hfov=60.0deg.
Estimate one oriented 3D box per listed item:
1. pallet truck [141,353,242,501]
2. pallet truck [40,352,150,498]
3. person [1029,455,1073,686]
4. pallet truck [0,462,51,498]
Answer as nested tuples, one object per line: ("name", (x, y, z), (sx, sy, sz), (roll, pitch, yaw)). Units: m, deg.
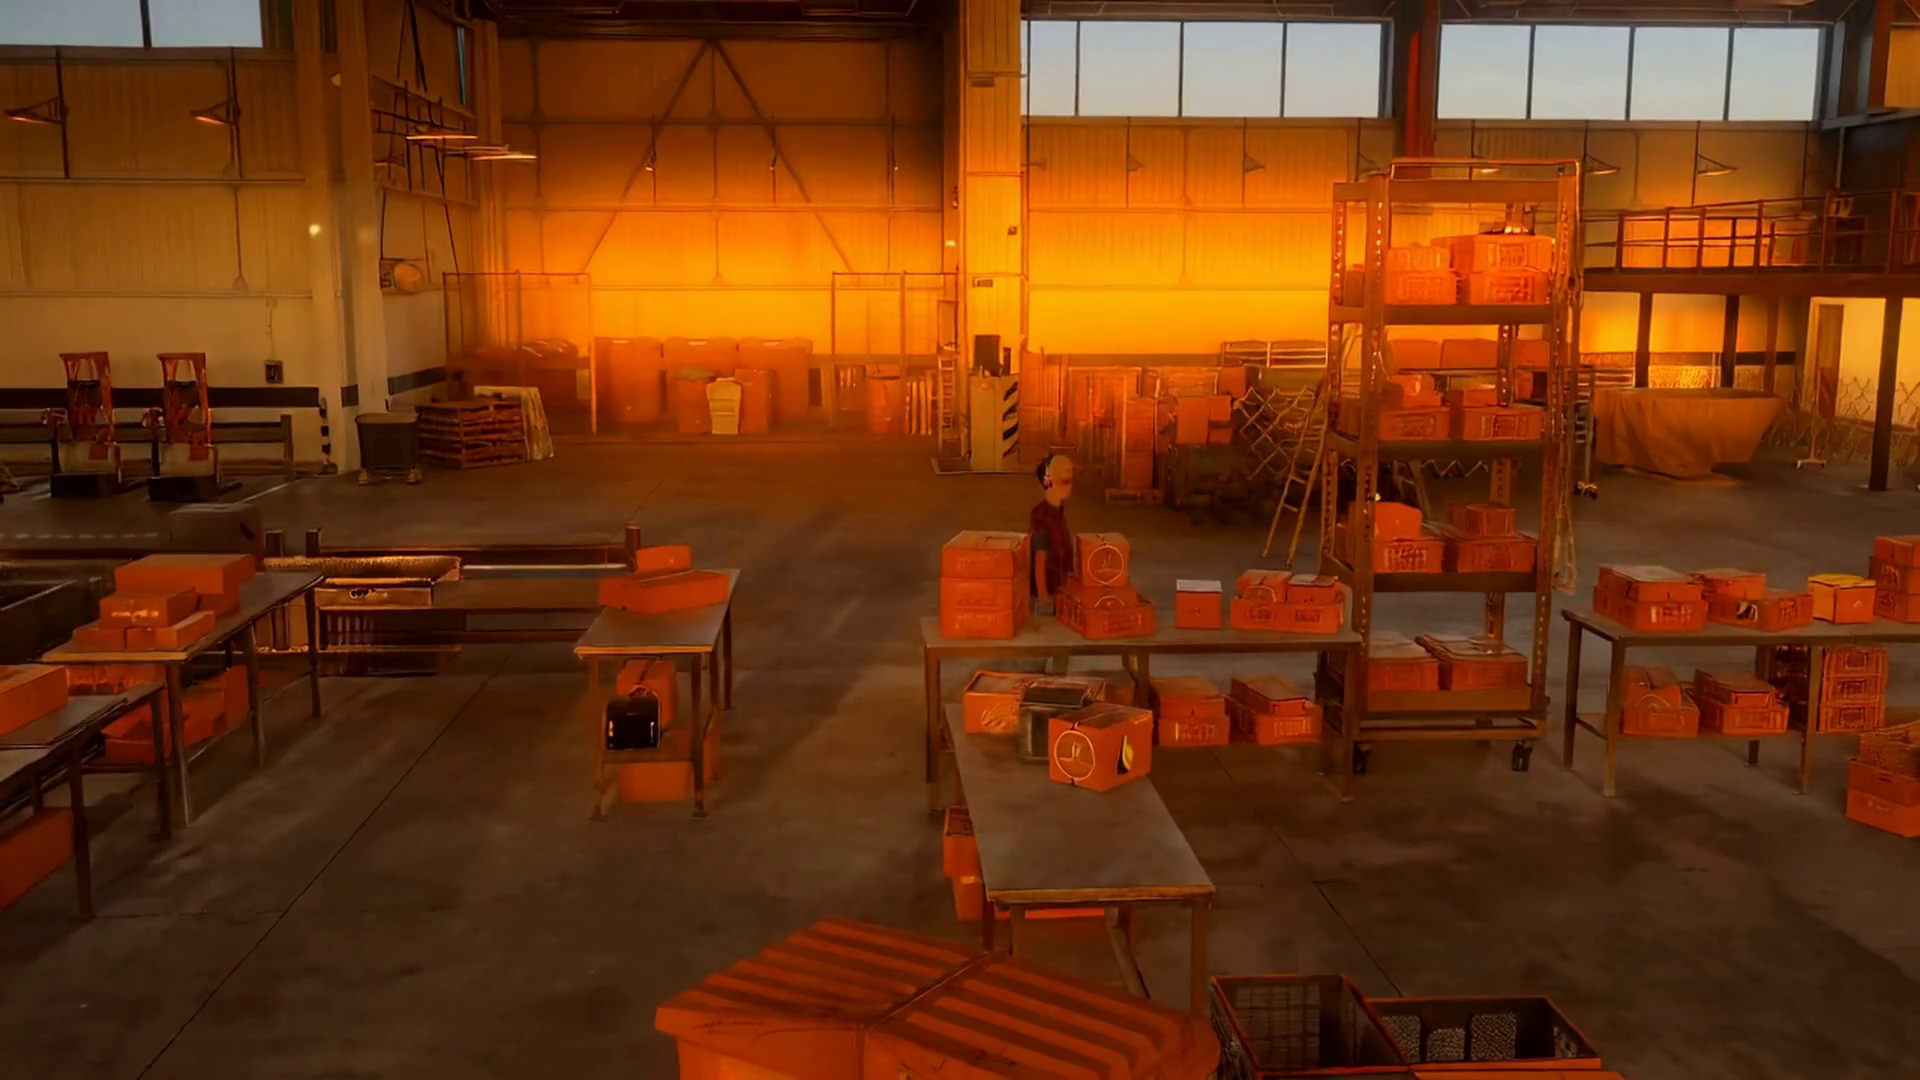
("pallet truck", (-10.520, -1.604, 22.925), (0.823, 1.965, 1.885), (-1, 9, -6))
("pallet truck", (-11.907, -1.642, 23.165), (0.823, 1.965, 1.885), (0, 9, 0))
("person", (0.613, 0.376, 10.892), (0.329, 1.872, 0.508), (3, 9, 16))
("pallet truck", (-13.193, -1.293, 23.148), (0.653, 1.274, 1.630), (-1, 9, -4))
